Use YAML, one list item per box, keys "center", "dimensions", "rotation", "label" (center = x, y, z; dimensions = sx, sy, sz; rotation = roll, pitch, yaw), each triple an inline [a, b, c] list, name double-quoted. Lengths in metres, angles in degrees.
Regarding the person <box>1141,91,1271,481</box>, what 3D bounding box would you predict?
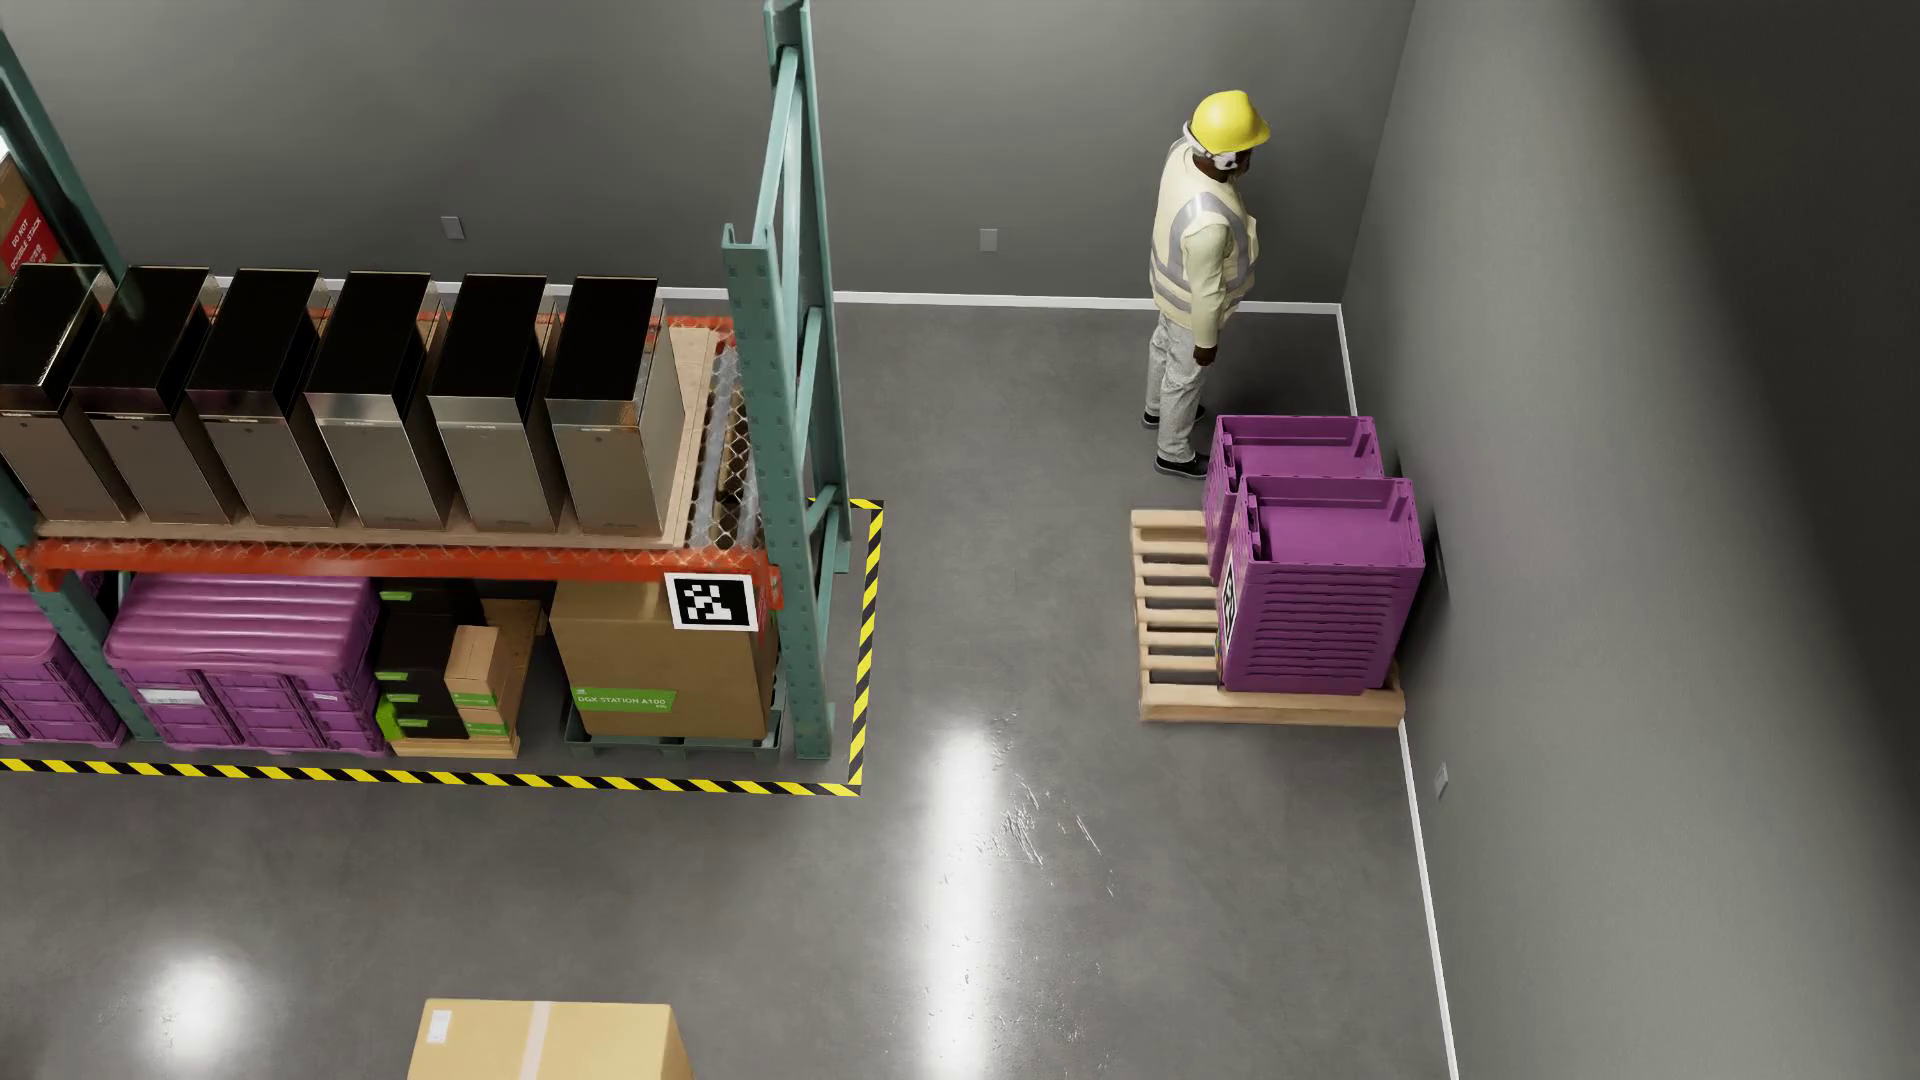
- center: [0.941, -0.984, 6.535]
  dimensions: [0.404, 1.831, 0.593]
  rotation: [-4, 52, -3]
  label: "person"
